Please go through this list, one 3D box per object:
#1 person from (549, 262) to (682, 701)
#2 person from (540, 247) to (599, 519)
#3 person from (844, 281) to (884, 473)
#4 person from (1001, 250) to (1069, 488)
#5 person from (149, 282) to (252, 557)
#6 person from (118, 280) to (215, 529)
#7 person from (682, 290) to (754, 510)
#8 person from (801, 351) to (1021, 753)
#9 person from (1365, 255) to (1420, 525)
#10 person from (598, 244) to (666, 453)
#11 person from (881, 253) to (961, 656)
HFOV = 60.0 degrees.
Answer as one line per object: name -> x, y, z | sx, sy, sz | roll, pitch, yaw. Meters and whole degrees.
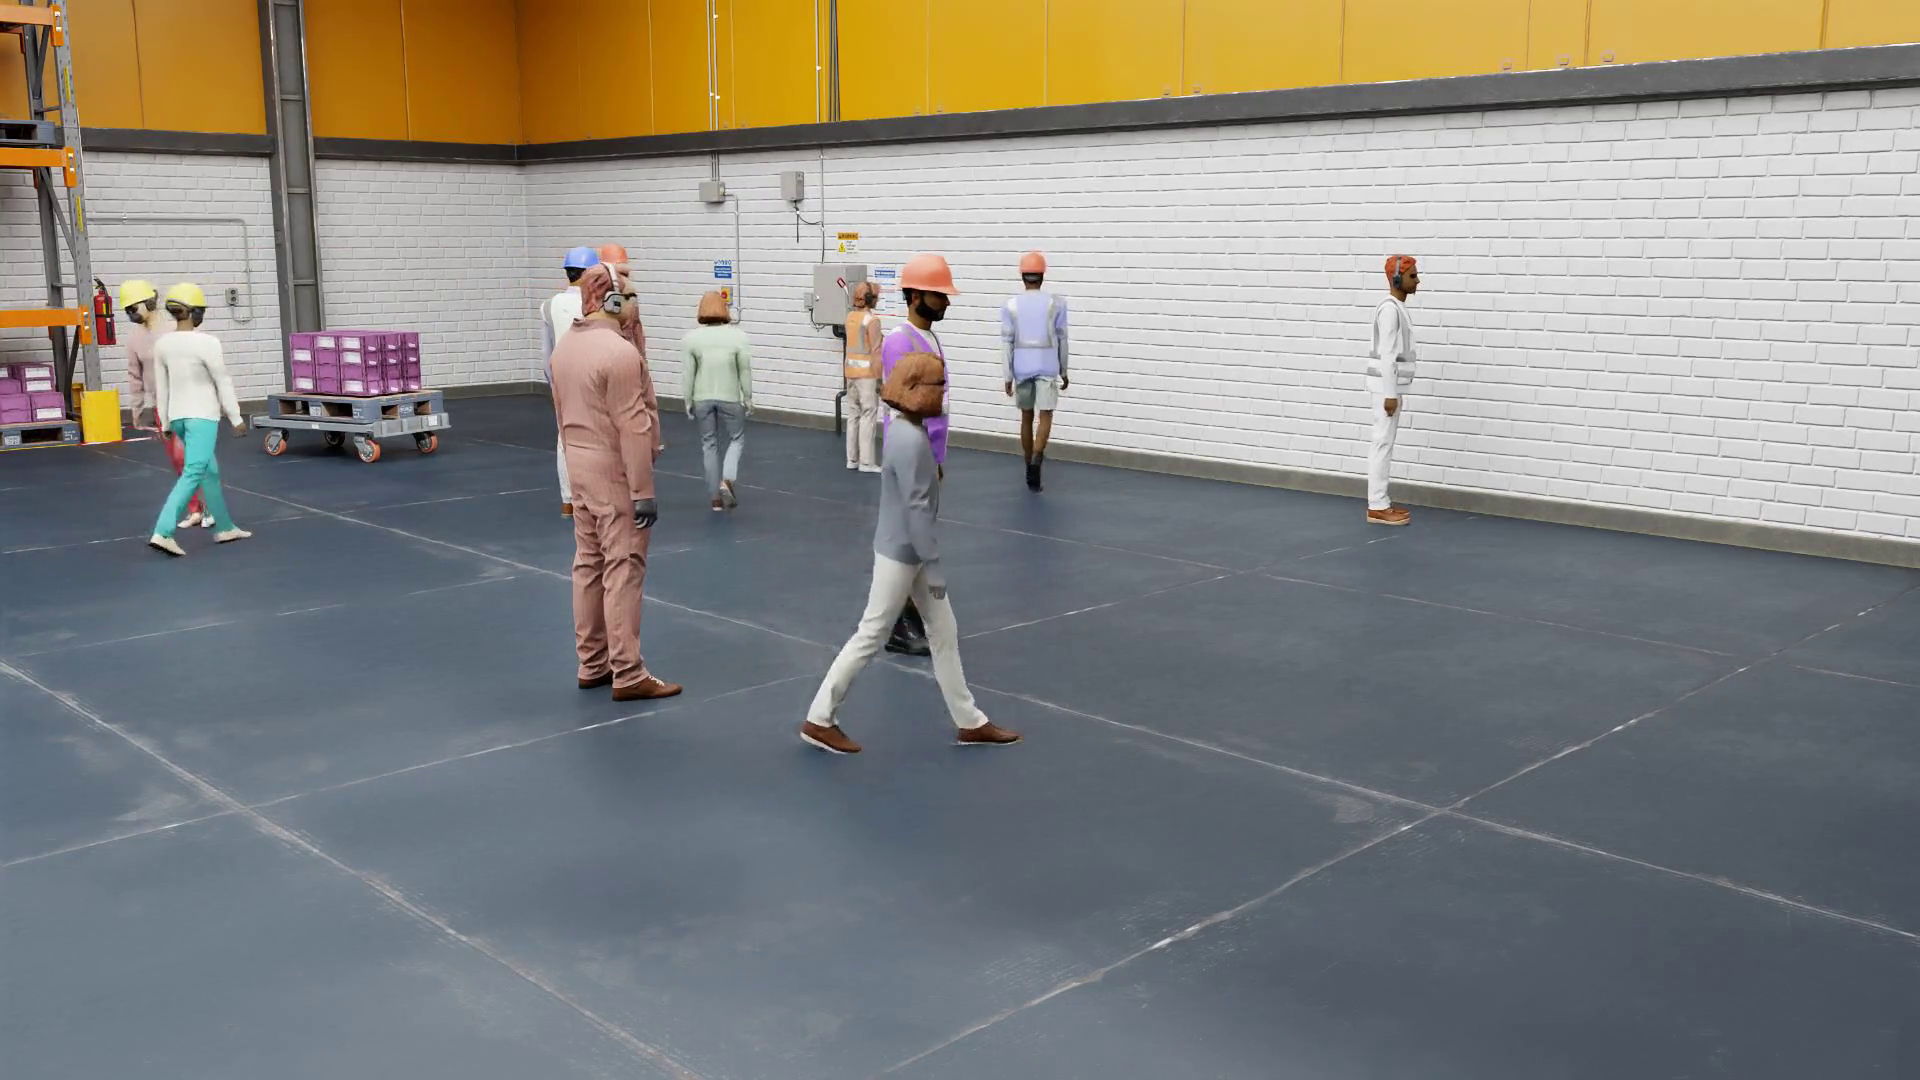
person -> -1.510, -0.251, 7.285 | 0.411, 1.908, 0.643 | -9, 14, -40
person -> -2.675, -1.104, 11.842 | 0.602, 1.939, 0.401 | 4, 11, 23
person -> -0.829, -1.389, 14.234 | 0.313, 1.636, 0.516 | -7, 12, -33
person -> 0.596, -1.390, 13.495 | 0.541, 1.912, 0.903 | 2, 11, 11
person -> -4.918, -0.779, 10.633 | 0.528, 1.729, 0.879 | 5, 11, 25
person -> -5.402, -0.911, 11.380 | 0.552, 1.715, 0.553 | 3, 11, 15
person -> -1.775, -1.012, 12.186 | 0.526, 1.620, 0.380 | 0, 10, 0
person -> -0.228, 0.061, 6.470 | 0.867, 1.589, 0.514 | 0, 10, 1
person -> 3.055, -1.060, 11.756 | 0.362, 1.882, 0.576 | 4, 11, 19
person -> -3.158, -1.756, 15.401 | 1.014, 1.940, 0.637 | 6, 12, 28
person -> -0.177, -0.414, 8.093 | 0.377, 1.932, 0.552 | 3, 11, 14
